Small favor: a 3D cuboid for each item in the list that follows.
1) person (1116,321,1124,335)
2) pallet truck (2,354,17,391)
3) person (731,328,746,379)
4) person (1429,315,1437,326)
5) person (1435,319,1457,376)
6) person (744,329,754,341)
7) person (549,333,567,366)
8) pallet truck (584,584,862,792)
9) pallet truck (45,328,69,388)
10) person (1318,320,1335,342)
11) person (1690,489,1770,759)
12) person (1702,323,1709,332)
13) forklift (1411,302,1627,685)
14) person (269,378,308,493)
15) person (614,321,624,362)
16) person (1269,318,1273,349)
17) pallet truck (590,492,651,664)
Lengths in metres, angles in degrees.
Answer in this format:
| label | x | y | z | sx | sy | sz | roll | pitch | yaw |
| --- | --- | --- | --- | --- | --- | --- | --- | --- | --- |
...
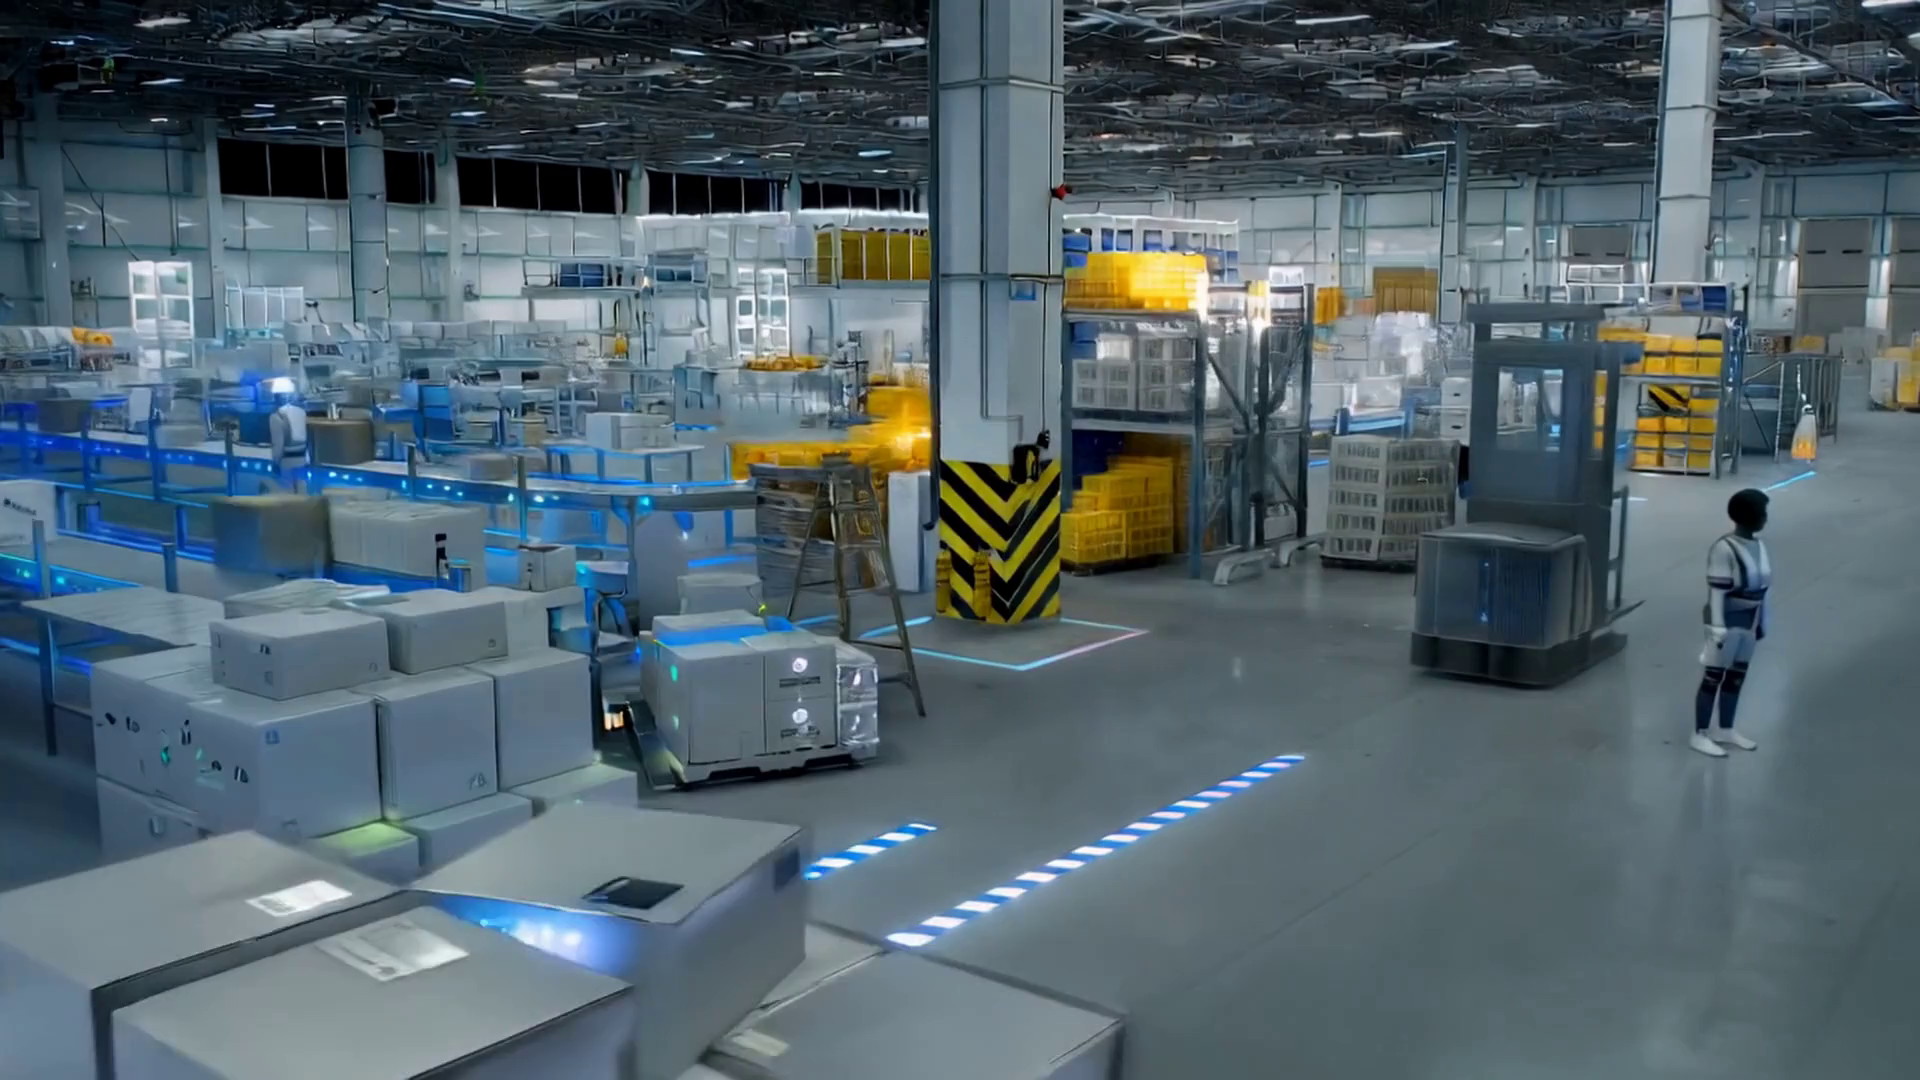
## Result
| label | x | y | z | sx | sy | sz | roll | pitch | yaw |
| --- | --- | --- | --- | --- | --- | --- | --- | --- | --- |
| person | 5.619 | -6.738 | 58.485 | 0.361 | 1.935 | 0.553 | 5 | 10 | 31 |
| pallet truck | -24.881 | -4.417 | 42.634 | 1.885 | 1.965 | 0.823 | 8 | 11 | 41 |
| person | -7.424 | -6.255 | 55.840 | 0.557 | 1.755 | 0.460 | -2 | 9 | -15 |
| person | 22.431 | -9.743 | 78.769 | 0.587 | 1.929 | 0.360 | -5 | 10 | -31 |
| person | 16.909 | -6.675 | 57.815 | 0.720 | 2.005 | 0.683 | 2 | 9 | 11 |
| person | -8.457 | -7.970 | 66.882 | 0.425 | 1.908 | 0.605 | 5 | 10 | 30 |
| person | -10.830 | -4.649 | 44.777 | 0.520 | 1.836 | 0.957 | -1 | 9 | -9 |
| pallet truck | -1.426 | 0.805 | 10.019 | 1.601 | 1.201 | 0.680 | -4 | 9 | -26 |
| pallet truck | -23.775 | -4.544 | 43.495 | 1.885 | 1.965 | 0.823 | 6 | 10 | 35 |
| person | 13.076 | -6.873 | 59.409 | 0.627 | 1.934 | 0.372 | 0 | 8 | -1 |
| person | 4.849 | 0.518 | 10.409 | 0.534 | 1.694 | 0.321 | -5 | 10 | -32 |
| person | 26.503 | -6.832 | 59.444 | 0.798 | 1.842 | 0.523 | 3 | 9 | 21 |
| forklift | 4.379 | -0.438 | 12.852 | 1.129 | 2.768 | 1.873 | 7 | 11 | 37 |
| person | -7.609 | -0.864 | 18.847 | 0.399 | 1.945 | 0.615 | 2 | 9 | 11 |
| person | -12.938 | -7.398 | 63.241 | 0.372 | 1.860 | 0.750 | 2 | 9 | 15 |
| person | 15.898 | -10.788 | 85.872 | 0.611 | 1.919 | 0.863 | -5 | 10 | -33 |
| pallet truck | -3.115 | 0.344 | 12.883 | 0.653 | 1.274 | 1.630 | 7 | 11 | 37 |
